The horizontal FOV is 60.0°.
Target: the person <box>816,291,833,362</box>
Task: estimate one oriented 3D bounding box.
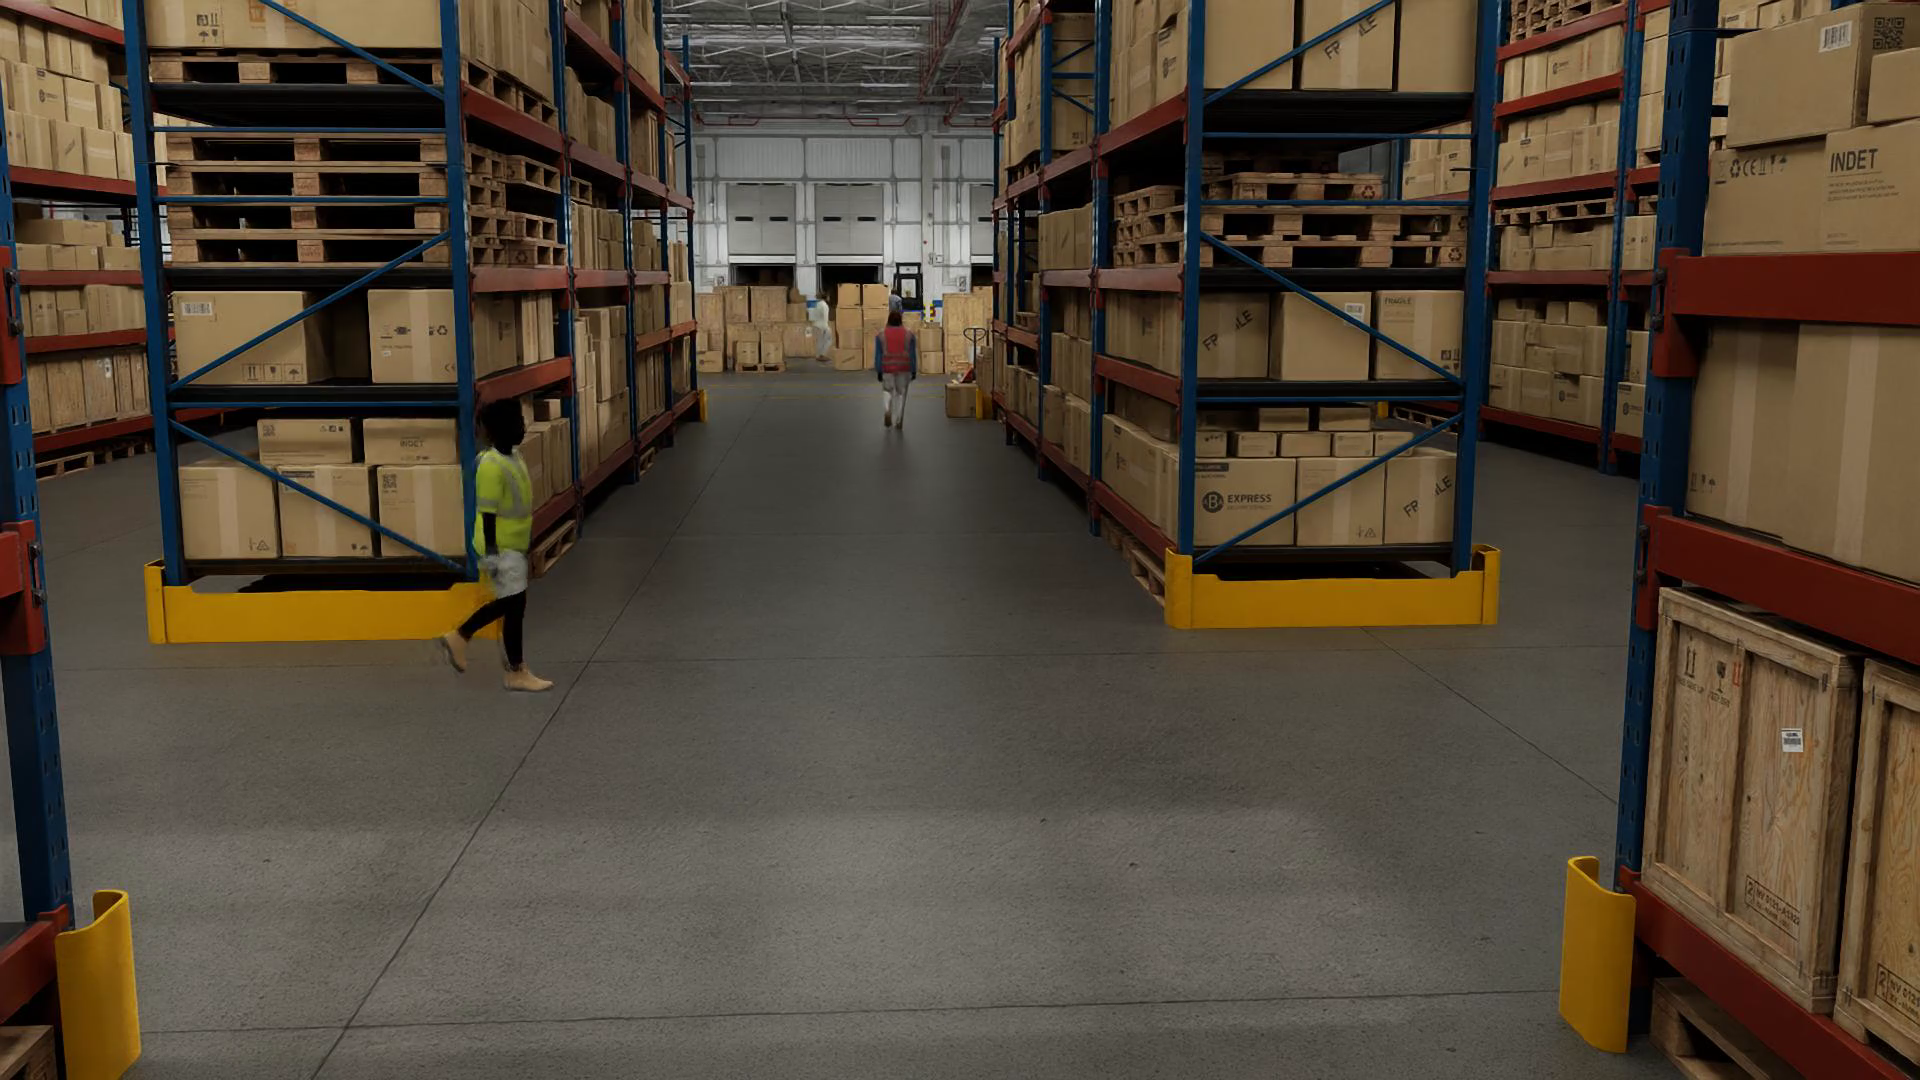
[{"bbox_3d":[-3.695,-5.781,45.147,0.478,1.923,0.647,-4,10,-26],"label":"person"}]

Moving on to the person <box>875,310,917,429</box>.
[{"bbox_3d":[-0.975,-2.610,25.535,0.630,1.826,0.504,0,9,-1],"label":"person"}]

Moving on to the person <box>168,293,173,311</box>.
[{"bbox_3d":[-31.520,-9.154,66.285,0.589,1.930,0.356,8,12,41],"label":"person"}]

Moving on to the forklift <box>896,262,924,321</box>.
[{"bbox_3d":[-1.879,-8.772,60.913,1.129,2.768,1.873,-1,9,-4],"label":"forklift"}]

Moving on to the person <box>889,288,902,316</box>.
[{"bbox_3d":[-2.312,-7.827,57.969,0.637,1.929,0.368,3,10,20],"label":"person"}]

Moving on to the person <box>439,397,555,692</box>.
[{"bbox_3d":[-2.654,0.030,9.407,0.631,1.681,0.534,0,9,0],"label":"person"}]

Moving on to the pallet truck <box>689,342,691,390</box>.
[{"bbox_3d":[-5.225,-3.008,27.480,1.885,1.965,0.823,2,9,14],"label":"pallet truck"}]
